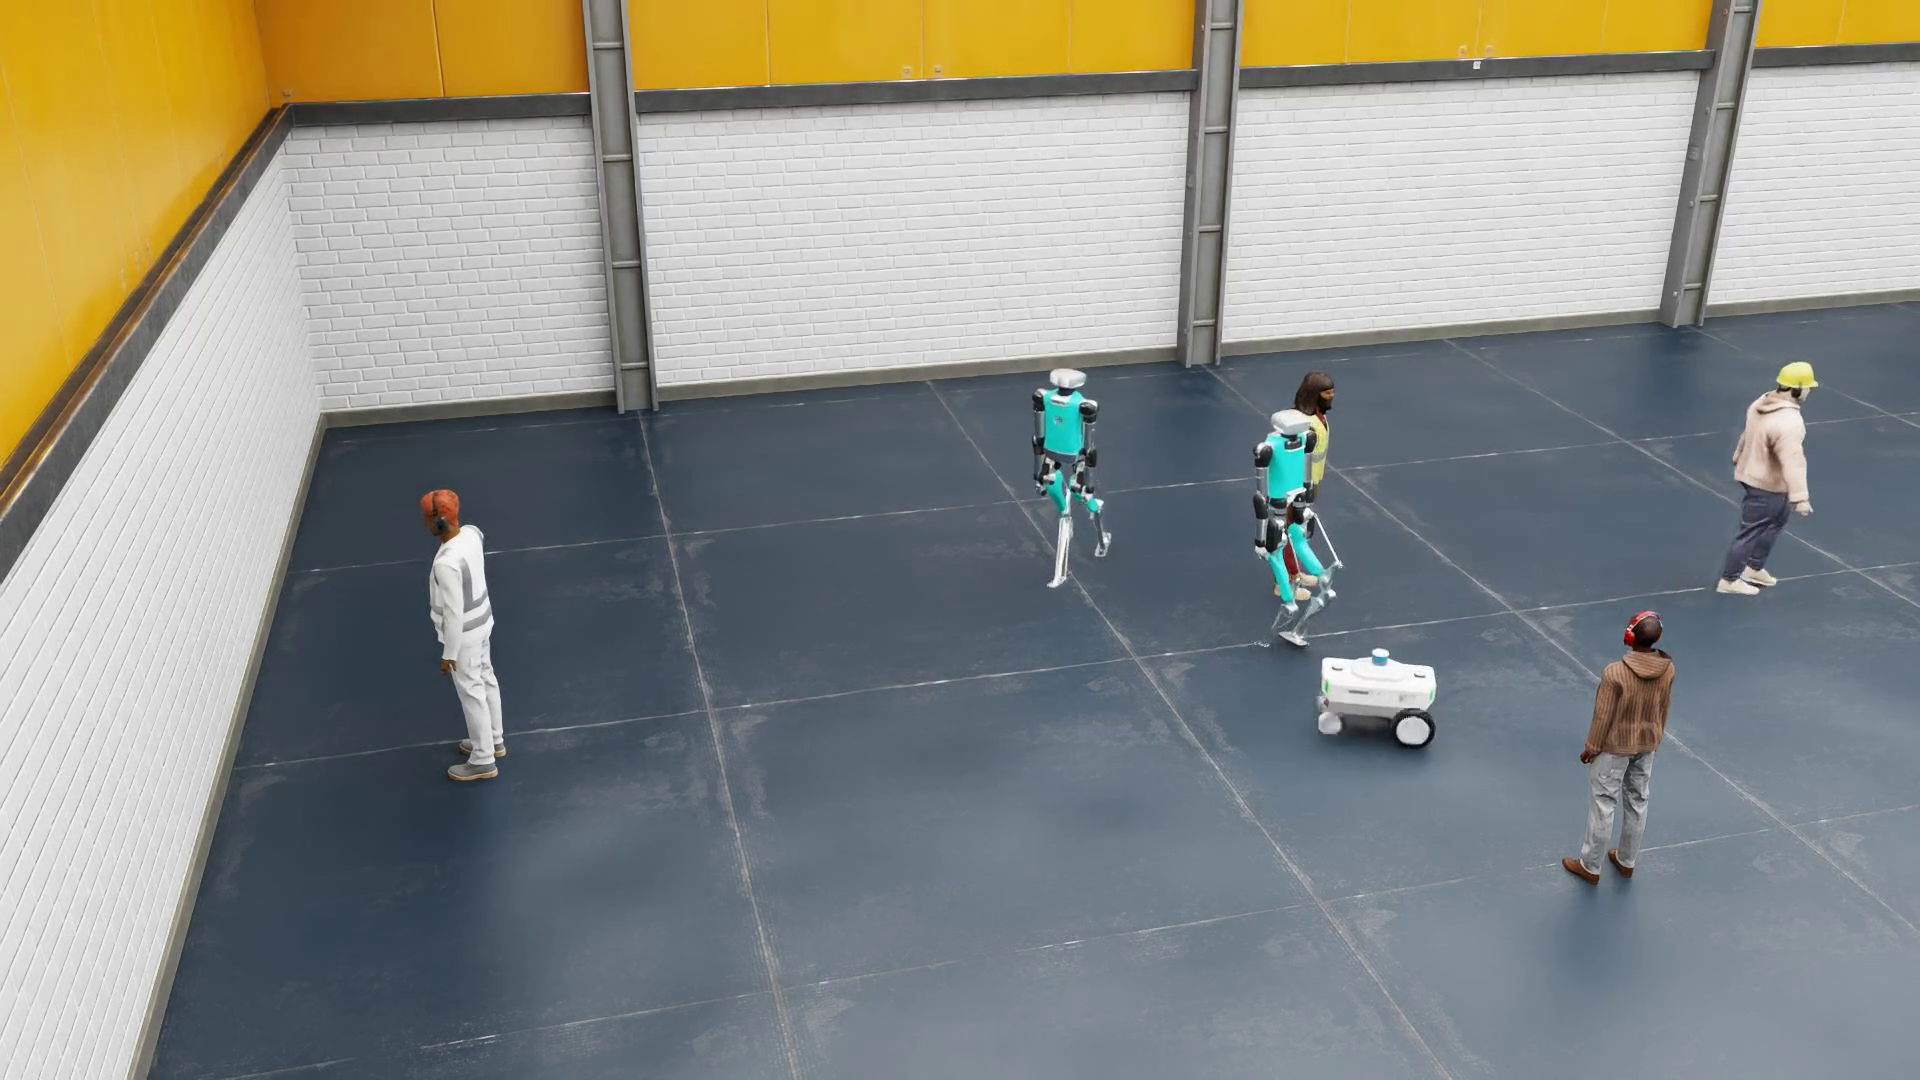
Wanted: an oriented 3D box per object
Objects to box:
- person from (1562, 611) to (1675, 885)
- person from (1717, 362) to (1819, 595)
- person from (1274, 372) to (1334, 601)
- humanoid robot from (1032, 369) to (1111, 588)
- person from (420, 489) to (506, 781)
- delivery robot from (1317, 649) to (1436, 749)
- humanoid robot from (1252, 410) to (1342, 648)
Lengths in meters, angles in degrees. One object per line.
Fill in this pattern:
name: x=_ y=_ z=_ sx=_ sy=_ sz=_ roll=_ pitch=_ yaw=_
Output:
person: x=3.623 y=1.136 z=9.061 sx=0.459 sy=1.651 sz=0.333 roll=-6 pitch=24 yaw=-13
person: x=6.095 y=-0.441 z=12.396 sx=0.633 sy=1.842 sz=0.845 roll=3 pitch=24 yaw=6
person: x=2.555 y=-0.413 z=12.445 sx=0.359 sy=1.764 sz=0.469 roll=9 pitch=25 yaw=20
humanoid robot: x=0.948 y=-0.553 z=12.823 sx=0.545 sy=1.773 sz=0.933 roll=14 pitch=27 yaw=29
person: x=-3.013 y=0.565 z=10.071 sx=0.355 sy=1.887 sz=0.573 roll=1 pitch=24 yaw=1
delivery robot: x=2.693 y=0.979 z=10.747 sx=0.739 sy=0.566 sz=0.499 roll=4 pitch=24 yaw=10
humanoid robot: x=2.357 y=0.013 z=11.517 sx=0.551 sy=1.792 sz=0.767 roll=-16 pitch=28 yaw=-31
